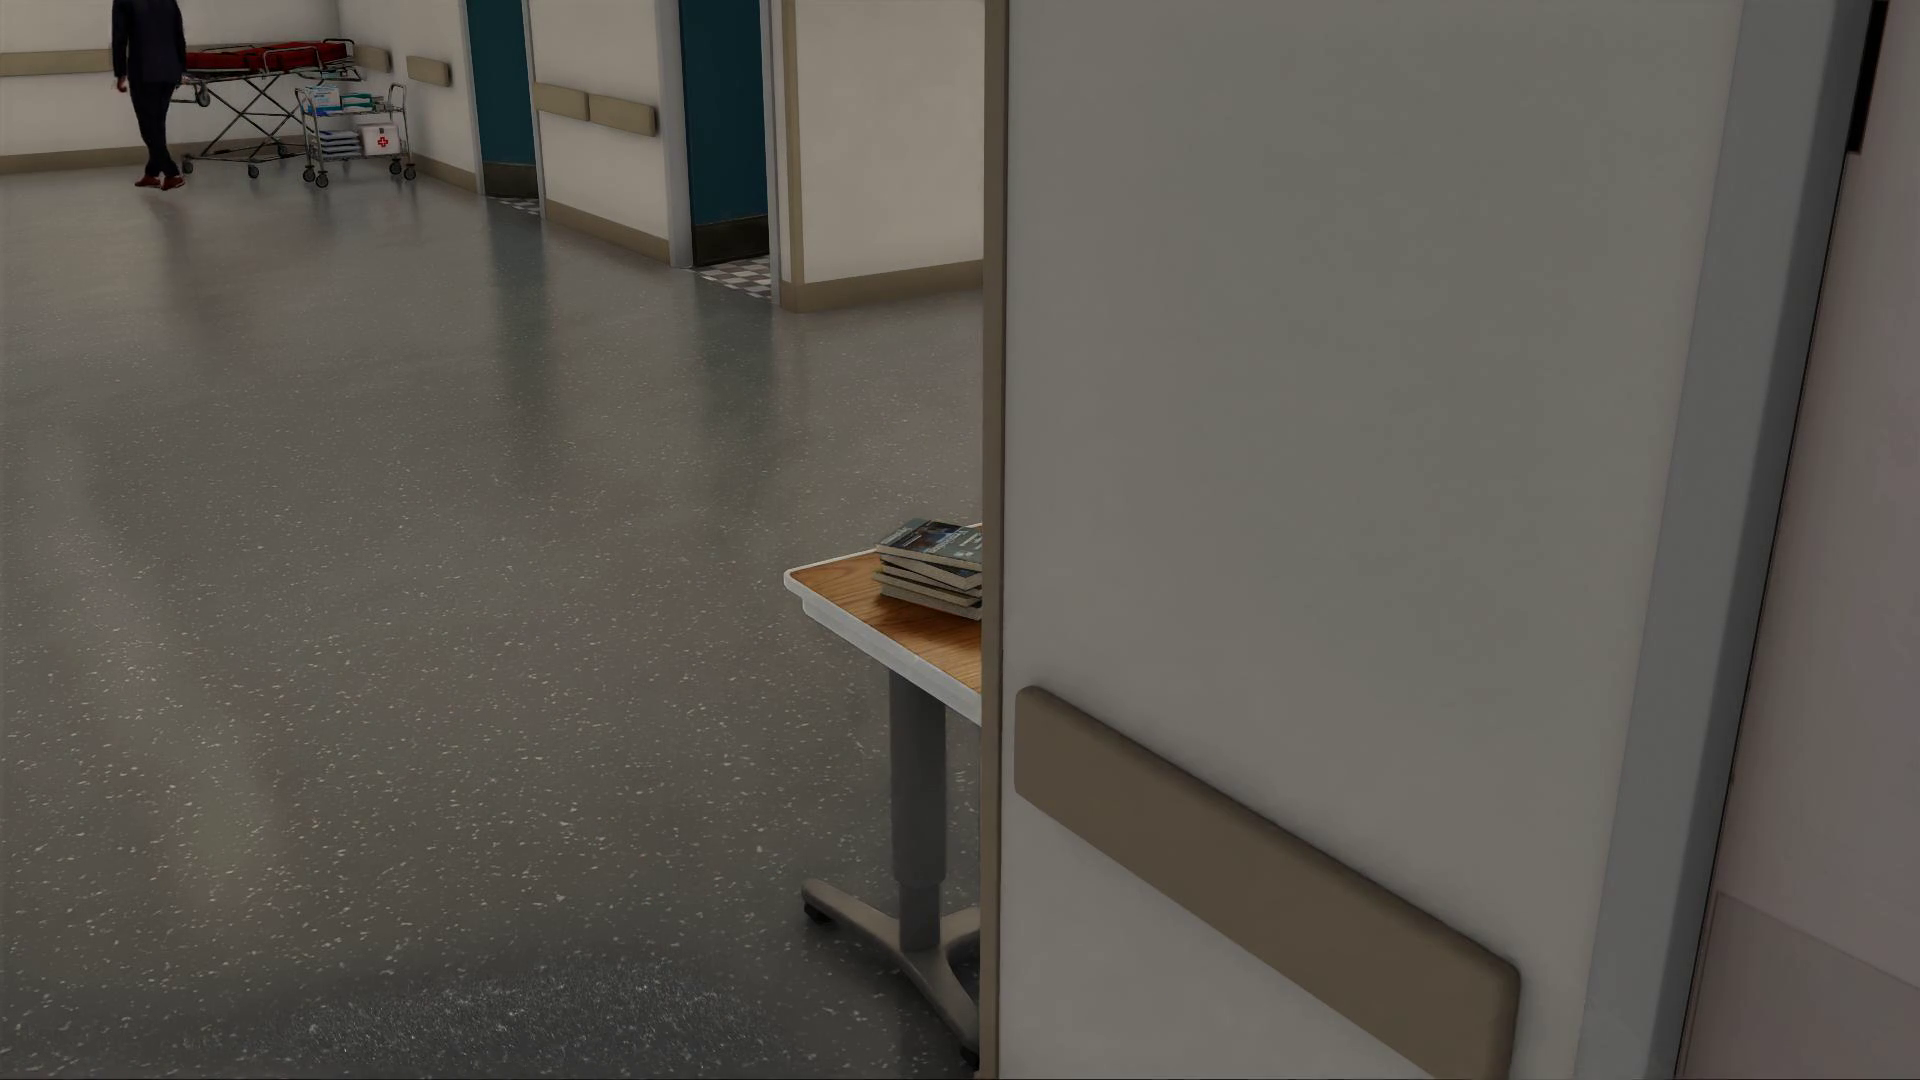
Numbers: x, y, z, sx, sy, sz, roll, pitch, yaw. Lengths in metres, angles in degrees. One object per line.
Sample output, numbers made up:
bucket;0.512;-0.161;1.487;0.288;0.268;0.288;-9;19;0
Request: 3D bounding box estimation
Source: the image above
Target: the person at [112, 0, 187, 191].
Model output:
person;-6.301;-3.608;13.000;1.021;1.788;0.936;13;24;30
